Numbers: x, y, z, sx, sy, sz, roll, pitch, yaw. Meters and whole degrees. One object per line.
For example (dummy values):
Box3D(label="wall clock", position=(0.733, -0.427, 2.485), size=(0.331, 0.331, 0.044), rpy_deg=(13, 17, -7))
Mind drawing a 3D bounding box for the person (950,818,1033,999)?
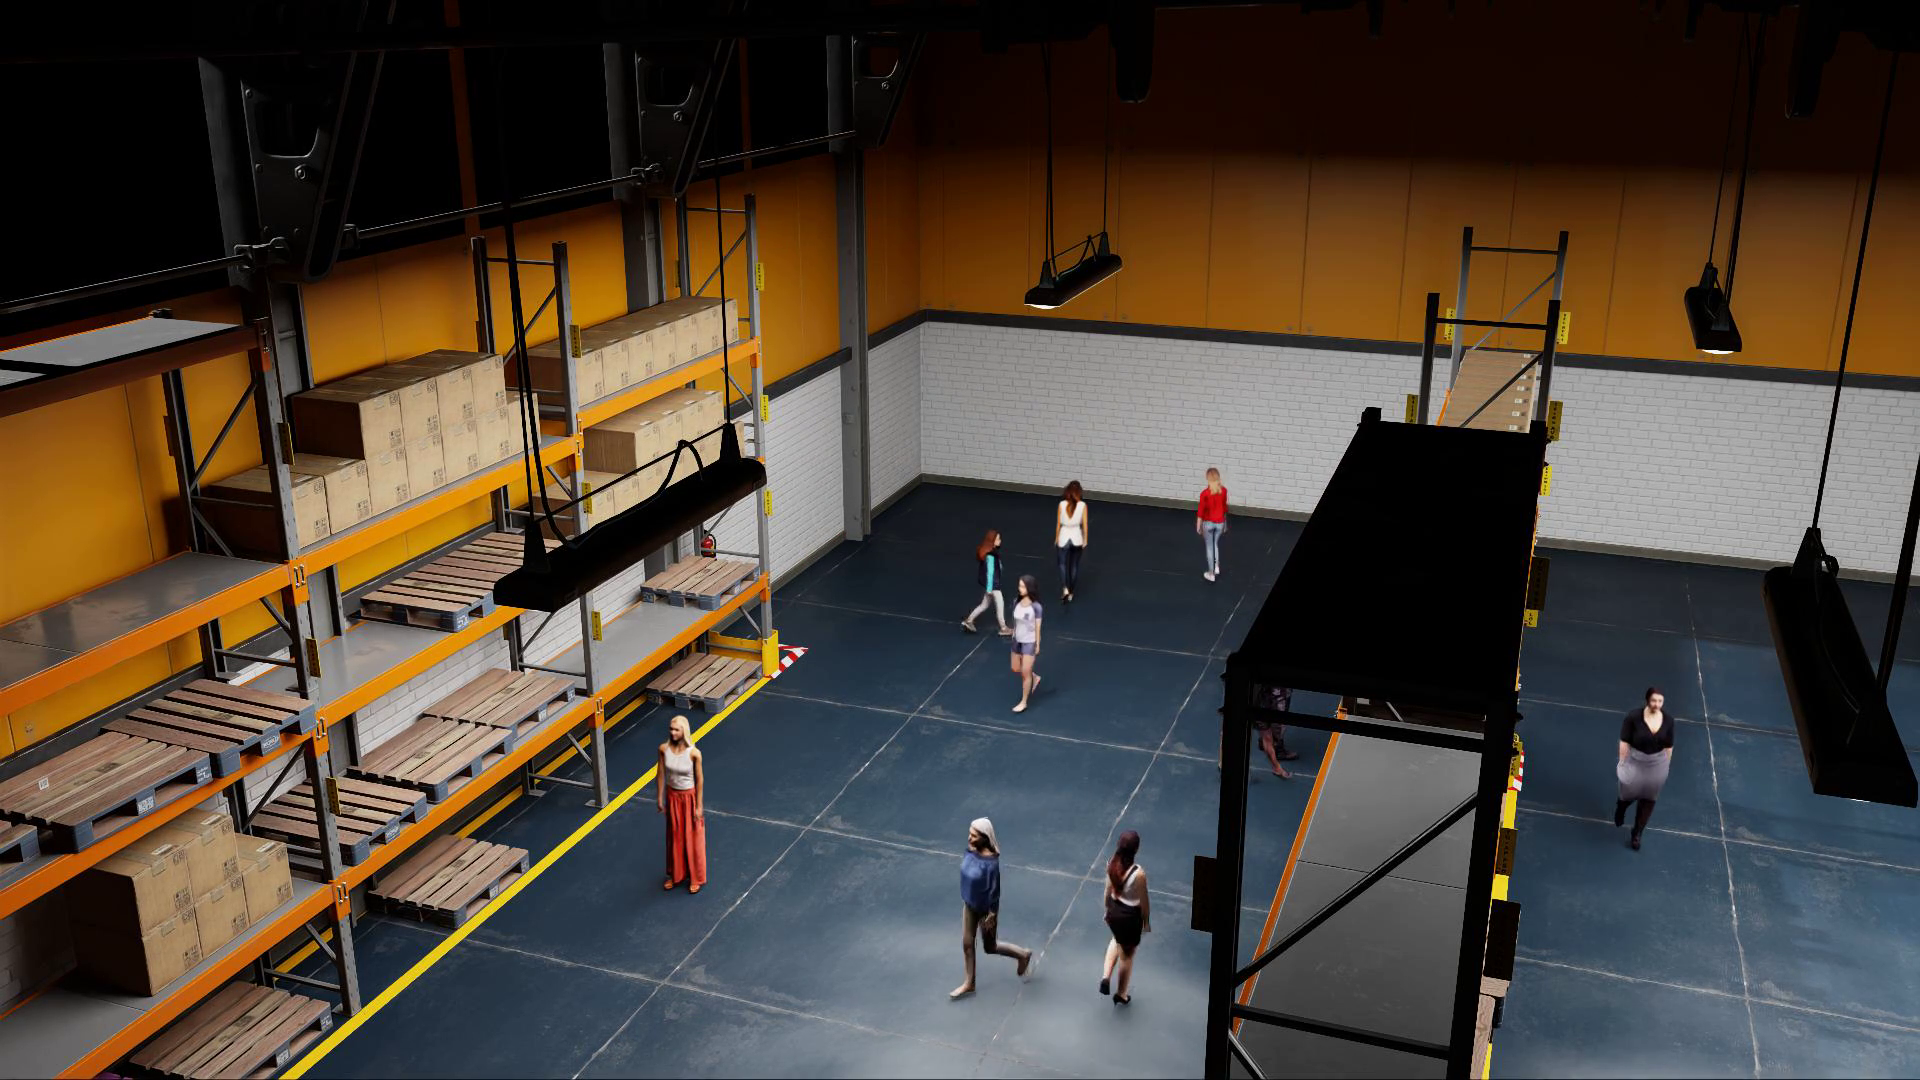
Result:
Box3D(label="person", position=(0.265, 3.139, 14.259), size=(1.083, 1.677, 0.972), rpy_deg=(-11, 22, -30))

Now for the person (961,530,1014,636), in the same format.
Box3D(label="person", position=(0.355, 0.582, 22.173), size=(0.836, 1.473, 0.971), rpy_deg=(0, 19, 0))

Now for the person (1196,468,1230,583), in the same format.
Box3D(label="person", position=(3.711, -0.197, 24.134), size=(0.730, 1.698, 0.784), rpy_deg=(-7, 20, -21))

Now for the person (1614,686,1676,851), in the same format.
Box3D(label="person", position=(6.863, 2.252, 16.781), size=(0.752, 1.749, 0.834), rpy_deg=(2, 19, 7))

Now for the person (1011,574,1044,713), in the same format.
Box3D(label="person", position=(0.858, 1.209, 19.967), size=(0.774, 1.693, 0.914), rpy_deg=(16, 25, 40))

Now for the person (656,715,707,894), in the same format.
Box3D(label="person", position=(-2.652, 2.509, 15.933), size=(0.631, 1.803, 0.589), rpy_deg=(5, 19, 15))

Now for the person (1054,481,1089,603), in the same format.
Box3D(label="person", position=(1.545, 0.053, 23.265), size=(0.737, 1.780, 0.814), rpy_deg=(0, 19, 1))

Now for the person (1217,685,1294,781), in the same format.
Box3D(label="person", position=(3.112, 1.875, 18.052), size=(0.925, 1.652, 1.073), rpy_deg=(0, 19, 1))

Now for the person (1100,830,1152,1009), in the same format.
Box3D(label="person", position=(1.344, 3.236, 14.027), size=(0.679, 1.642, 0.737), rpy_deg=(16, 24, 40))
